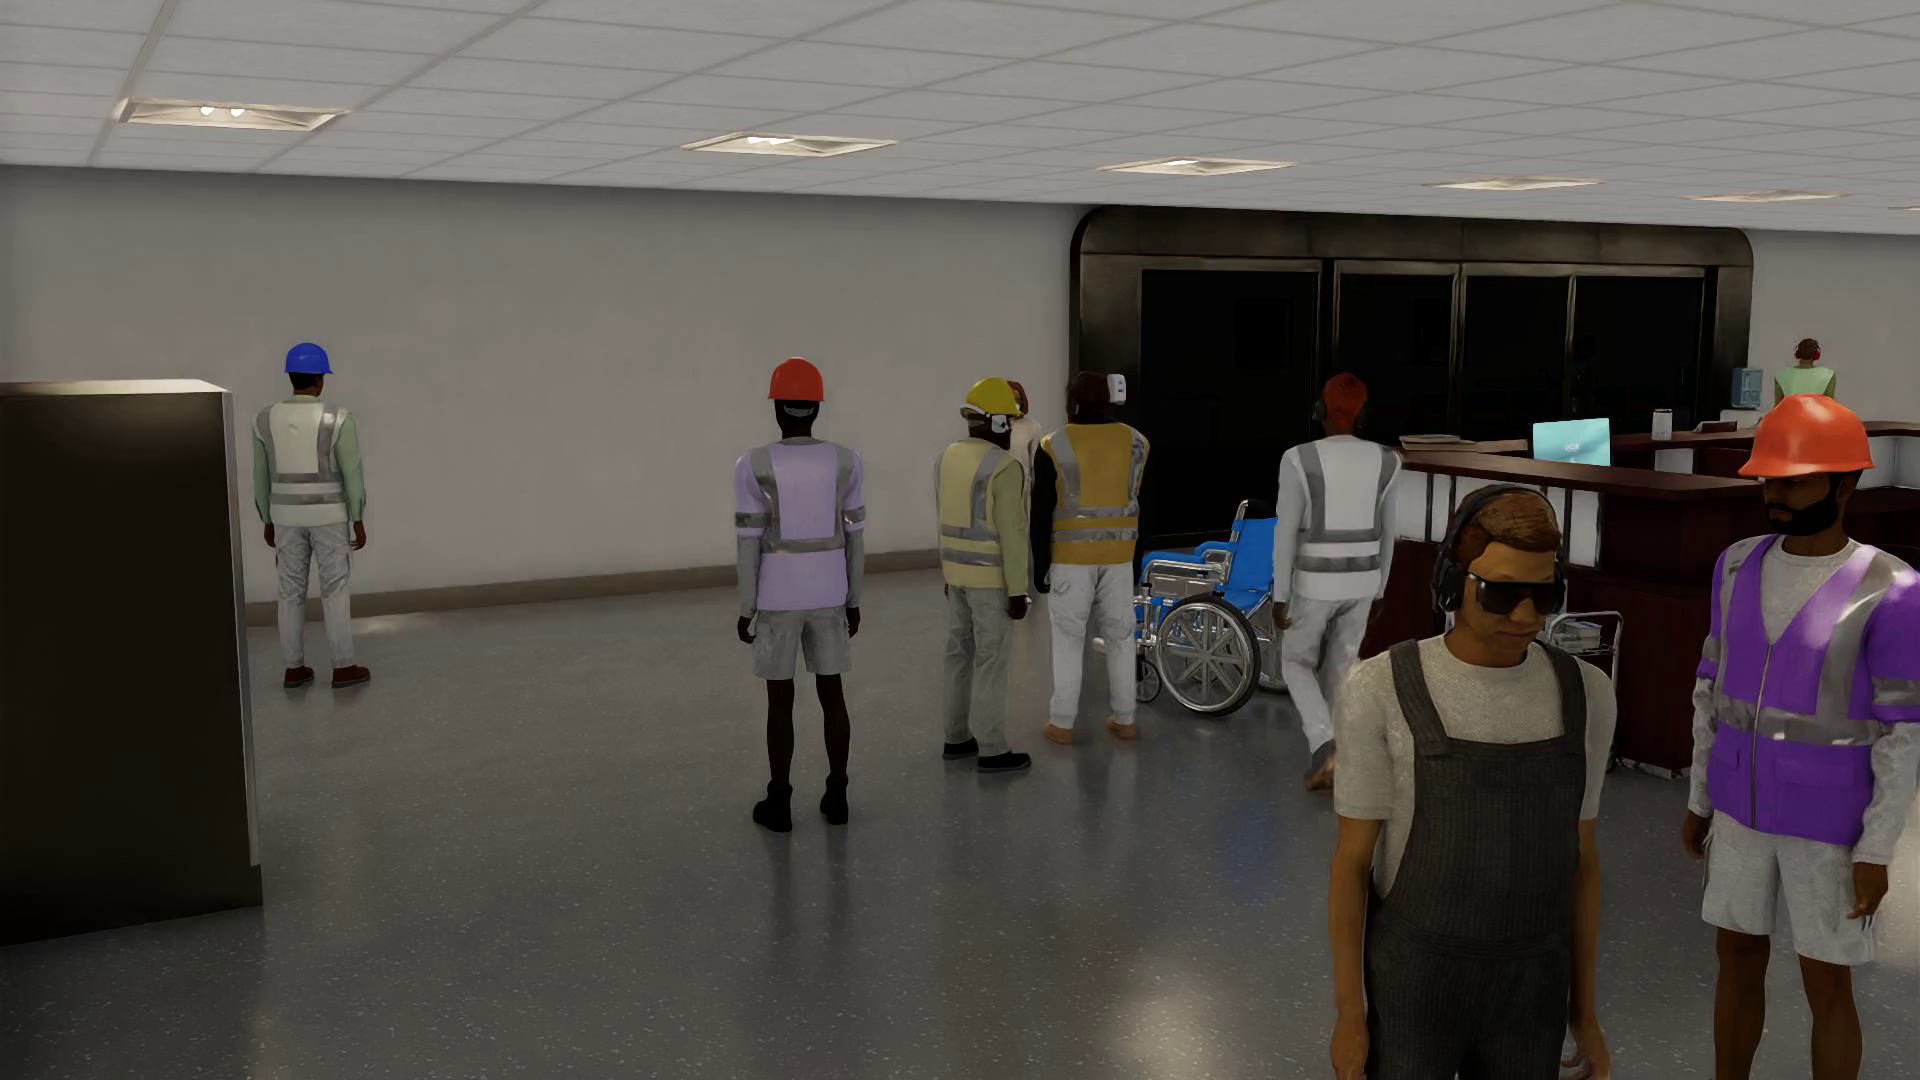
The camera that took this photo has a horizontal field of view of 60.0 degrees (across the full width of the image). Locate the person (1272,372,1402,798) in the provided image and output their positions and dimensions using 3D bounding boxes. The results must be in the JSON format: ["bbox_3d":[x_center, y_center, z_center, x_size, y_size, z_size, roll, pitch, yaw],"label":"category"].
[{"bbox_3d":[1.632,0.212,7.187,0.584,1.870,0.494,-2,8,-13],"label":"person"}]

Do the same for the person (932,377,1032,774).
[{"bbox_3d":[0.117,0.160,7.717,0.403,1.824,0.598,-6,10,-35],"label":"person"}]

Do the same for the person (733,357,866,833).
[{"bbox_3d":[-0.661,0.226,6.815,0.545,1.938,0.360,-3,8,-22],"label":"person"}]

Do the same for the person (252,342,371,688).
[{"bbox_3d":[-3.638,-0.131,9.351,0.614,1.946,0.389,0,8,3],"label":"person"}]

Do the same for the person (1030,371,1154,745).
[{"bbox_3d":[0.641,0.089,8.205,0.627,1.834,0.431,-2,8,-17],"label":"person"}]

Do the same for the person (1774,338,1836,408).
[{"bbox_3d":[8.535,-1.116,16.854,0.563,1.847,0.390,4,9,29],"label":"person"}]

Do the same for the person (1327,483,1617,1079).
[{"bbox_3d":[0.893,0.813,2.911,0.505,1.841,0.346,-1,8,-7],"label":"person"}]

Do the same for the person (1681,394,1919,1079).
[{"bbox_3d":[1.935,0.629,3.893,0.357,1.938,0.543,-5,9,-30],"label":"person"}]
